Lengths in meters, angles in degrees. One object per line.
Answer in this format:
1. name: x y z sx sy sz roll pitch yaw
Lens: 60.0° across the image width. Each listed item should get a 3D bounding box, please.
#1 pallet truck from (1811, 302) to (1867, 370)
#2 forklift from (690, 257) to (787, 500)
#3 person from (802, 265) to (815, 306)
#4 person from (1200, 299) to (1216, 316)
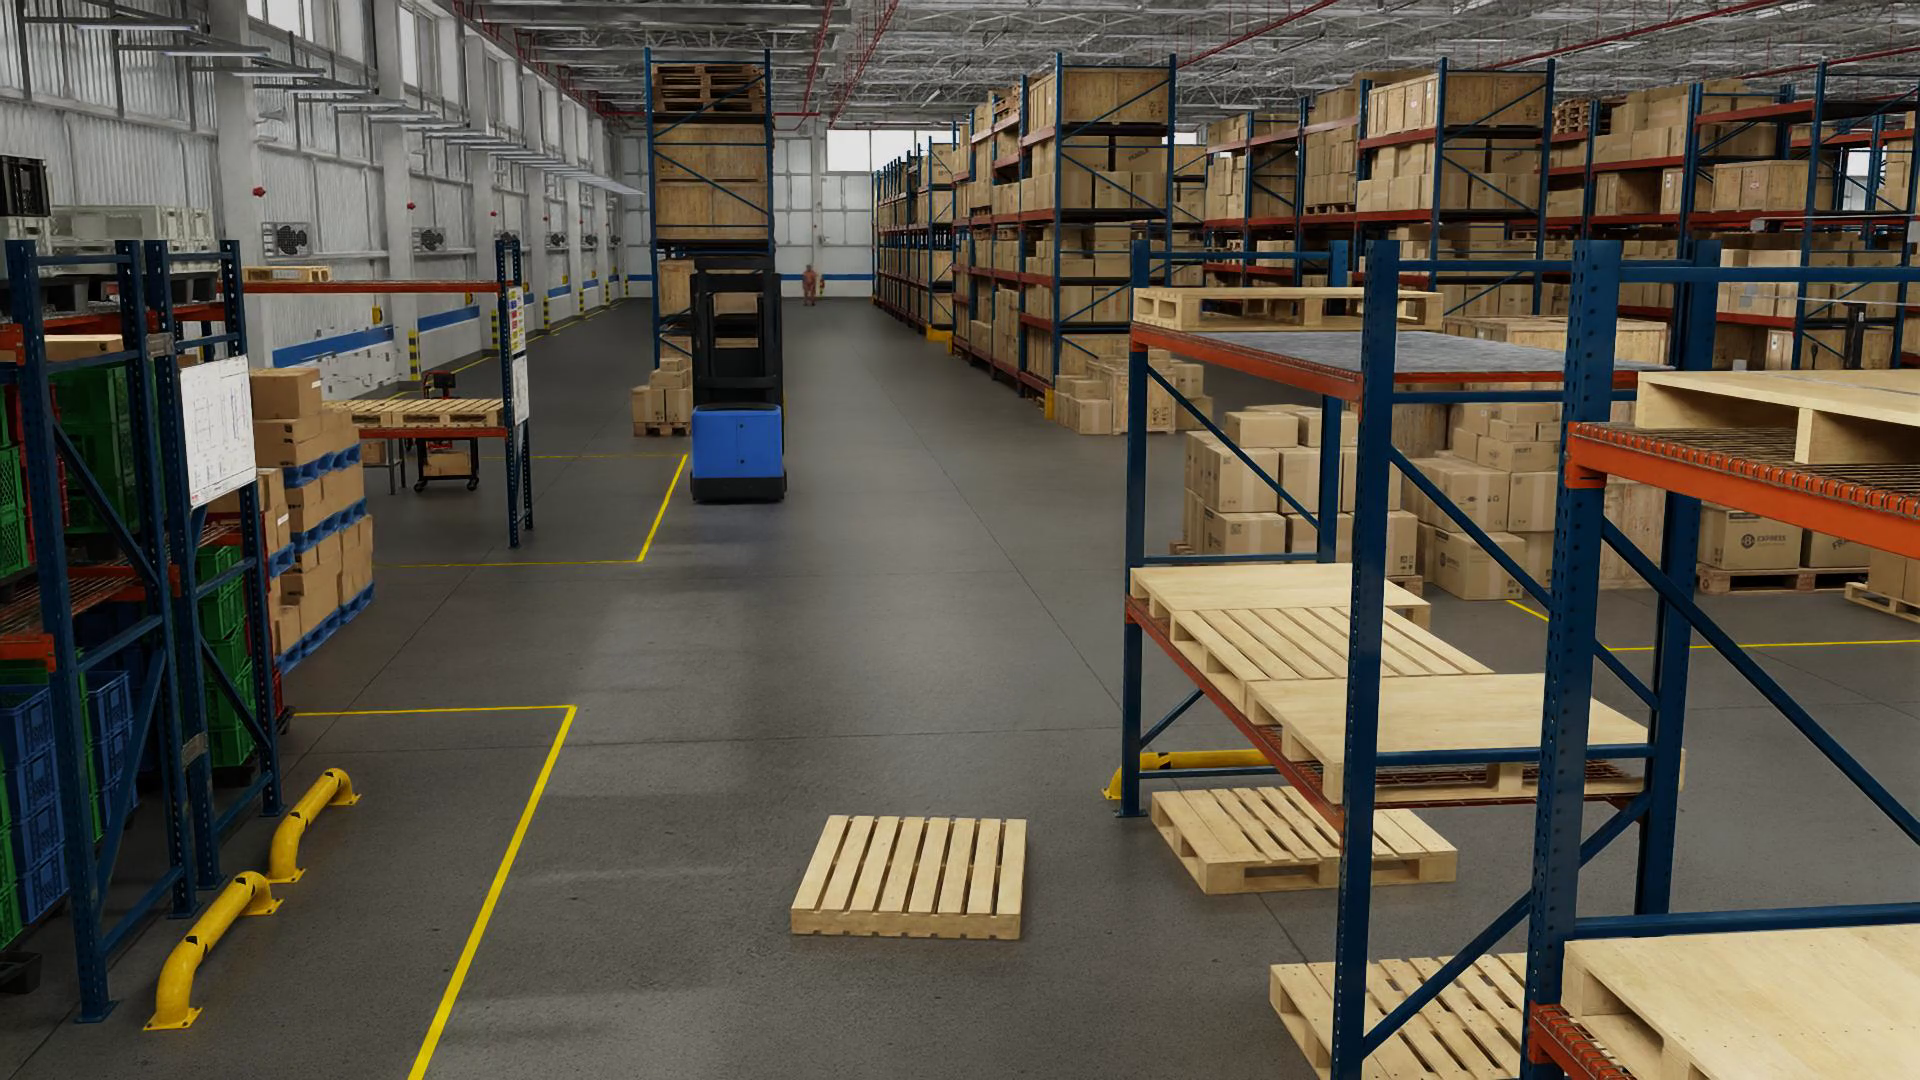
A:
1. pallet truck: 15.846 -3.142 28.793 1.885 1.965 0.823 2 10 12
2. forklift: -2.656 -1.965 19.820 1.129 2.768 1.873 -1 10 -6
3. person: -7.021 -11.796 77.041 0.656 1.899 0.427 0 10 1
4. person: 6.894 -6.073 45.572 0.787 1.800 0.631 0 10 2
